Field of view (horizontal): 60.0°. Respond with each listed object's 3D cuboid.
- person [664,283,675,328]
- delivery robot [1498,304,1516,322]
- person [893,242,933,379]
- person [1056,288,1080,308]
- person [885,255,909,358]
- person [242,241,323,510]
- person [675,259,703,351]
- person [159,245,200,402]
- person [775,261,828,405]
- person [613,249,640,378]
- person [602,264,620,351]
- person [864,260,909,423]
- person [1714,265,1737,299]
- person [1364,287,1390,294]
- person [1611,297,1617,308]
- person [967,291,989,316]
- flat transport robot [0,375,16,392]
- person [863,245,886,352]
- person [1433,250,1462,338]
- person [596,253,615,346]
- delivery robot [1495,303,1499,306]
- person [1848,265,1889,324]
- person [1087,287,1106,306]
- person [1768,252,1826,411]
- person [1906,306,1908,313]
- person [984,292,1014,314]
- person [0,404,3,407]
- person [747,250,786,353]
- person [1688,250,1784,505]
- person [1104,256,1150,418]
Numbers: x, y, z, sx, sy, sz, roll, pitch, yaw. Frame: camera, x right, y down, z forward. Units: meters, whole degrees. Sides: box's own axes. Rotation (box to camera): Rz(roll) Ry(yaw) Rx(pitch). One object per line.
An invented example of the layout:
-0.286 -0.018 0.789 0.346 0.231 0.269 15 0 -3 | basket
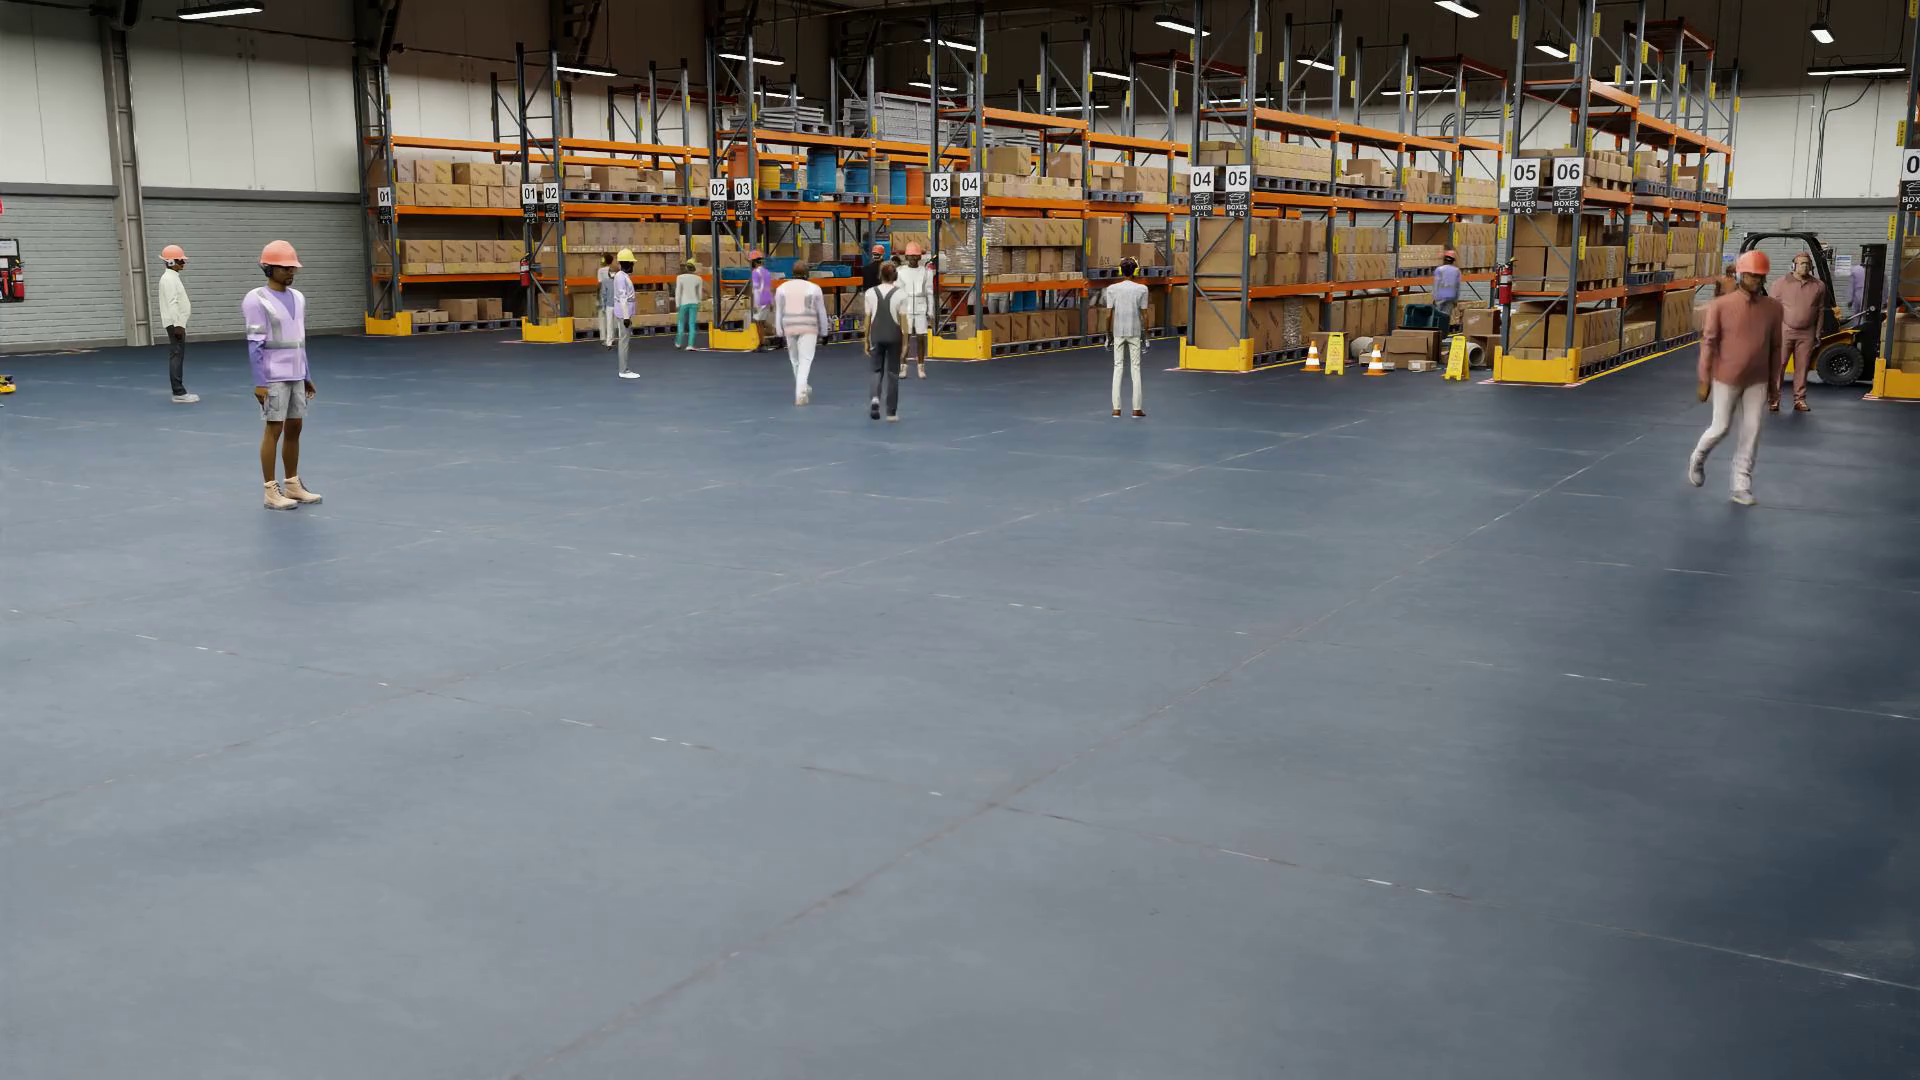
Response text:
-6.911 -5.835 39.569 0.410 1.605 0.525 -1 10 -5 | person
13.098 -5.489 40.331 0.707 0.478 0.477 -1 10 -8 | delivery robot
-0.699 -3.425 24.872 0.614 2.038 0.396 -1 10 -5 | person
2.307 -5.219 35.687 0.523 1.769 0.319 4 11 23 | person
-1.119 -4.166 29.683 0.508 1.821 0.991 2 10 13 | person
-5.160 -1.258 12.737 0.391 2.039 0.615 3 11 16 | person
-5.178 -4.463 31.585 0.559 1.713 0.824 -4 11 -24 | person
-9.992 -2.753 21.239 0.380 1.995 0.611 -5 11 -24 | person
-1.985 -2.642 21.194 0.640 1.790 0.933 3 11 18 | person
-5.025 -3.398 25.042 0.364 1.928 0.586 -2 10 -11 | person
-6.505 -4.385 31.389 0.499 1.633 0.289 0 10 -3 | person
-0.830 -2.216 18.668 0.532 1.834 0.475 2 10 10 | person
15.531 -4.768 33.661 0.517 1.594 0.877 5 11 28 | person
9.357 -5.410 37.221 0.525 1.596 0.851 8 13 38 | person
14.200 -5.283 35.577 0.552 1.933 0.374 3 11 18 | person
0.435 -5.564 37.178 0.612 1.930 0.974 6 12 28 | person
-13.468 -2.069 22.232 1.431 0.197 0.652 -6 12 -32 | flat transport robot
-1.518 -4.513 31.096 0.611 1.995 0.380 3 11 17 | person
9.616 -4.784 32.910 0.596 1.887 0.513 -2 10 -9 | person
-6.945 -4.736 32.828 0.373 1.837 0.587 10 14 44 | person
13.211 -5.592 40.906 0.477 0.478 0.707 -1 10 -8 | delivery robot
17.432 -4.586 31.835 0.837 1.874 0.665 -9 13 -40 | person
2.963 -5.446 36.941 0.927 1.787 0.618 -10 14 -43 | person
10.107 -2.510 20.112 0.641 1.912 0.408 1 10 7 | person
21.199 -5.503 37.041 1.037 1.853 0.595 -7 12 -32 | person
0.774 -4.809 32.952 0.624 1.933 0.369 1 10 6 | person
-12.220 -2.434 20.497 0.664 1.617 0.518 3 10 15 | person
-3.617 -4.389 30.686 0.650 1.904 0.550 4 11 21 | person
6.109 -1.287 13.094 0.625 1.971 0.692 0 10 0 | person
1.947 -2.355 19.362 0.534 1.868 0.310 2 10 12 | person
